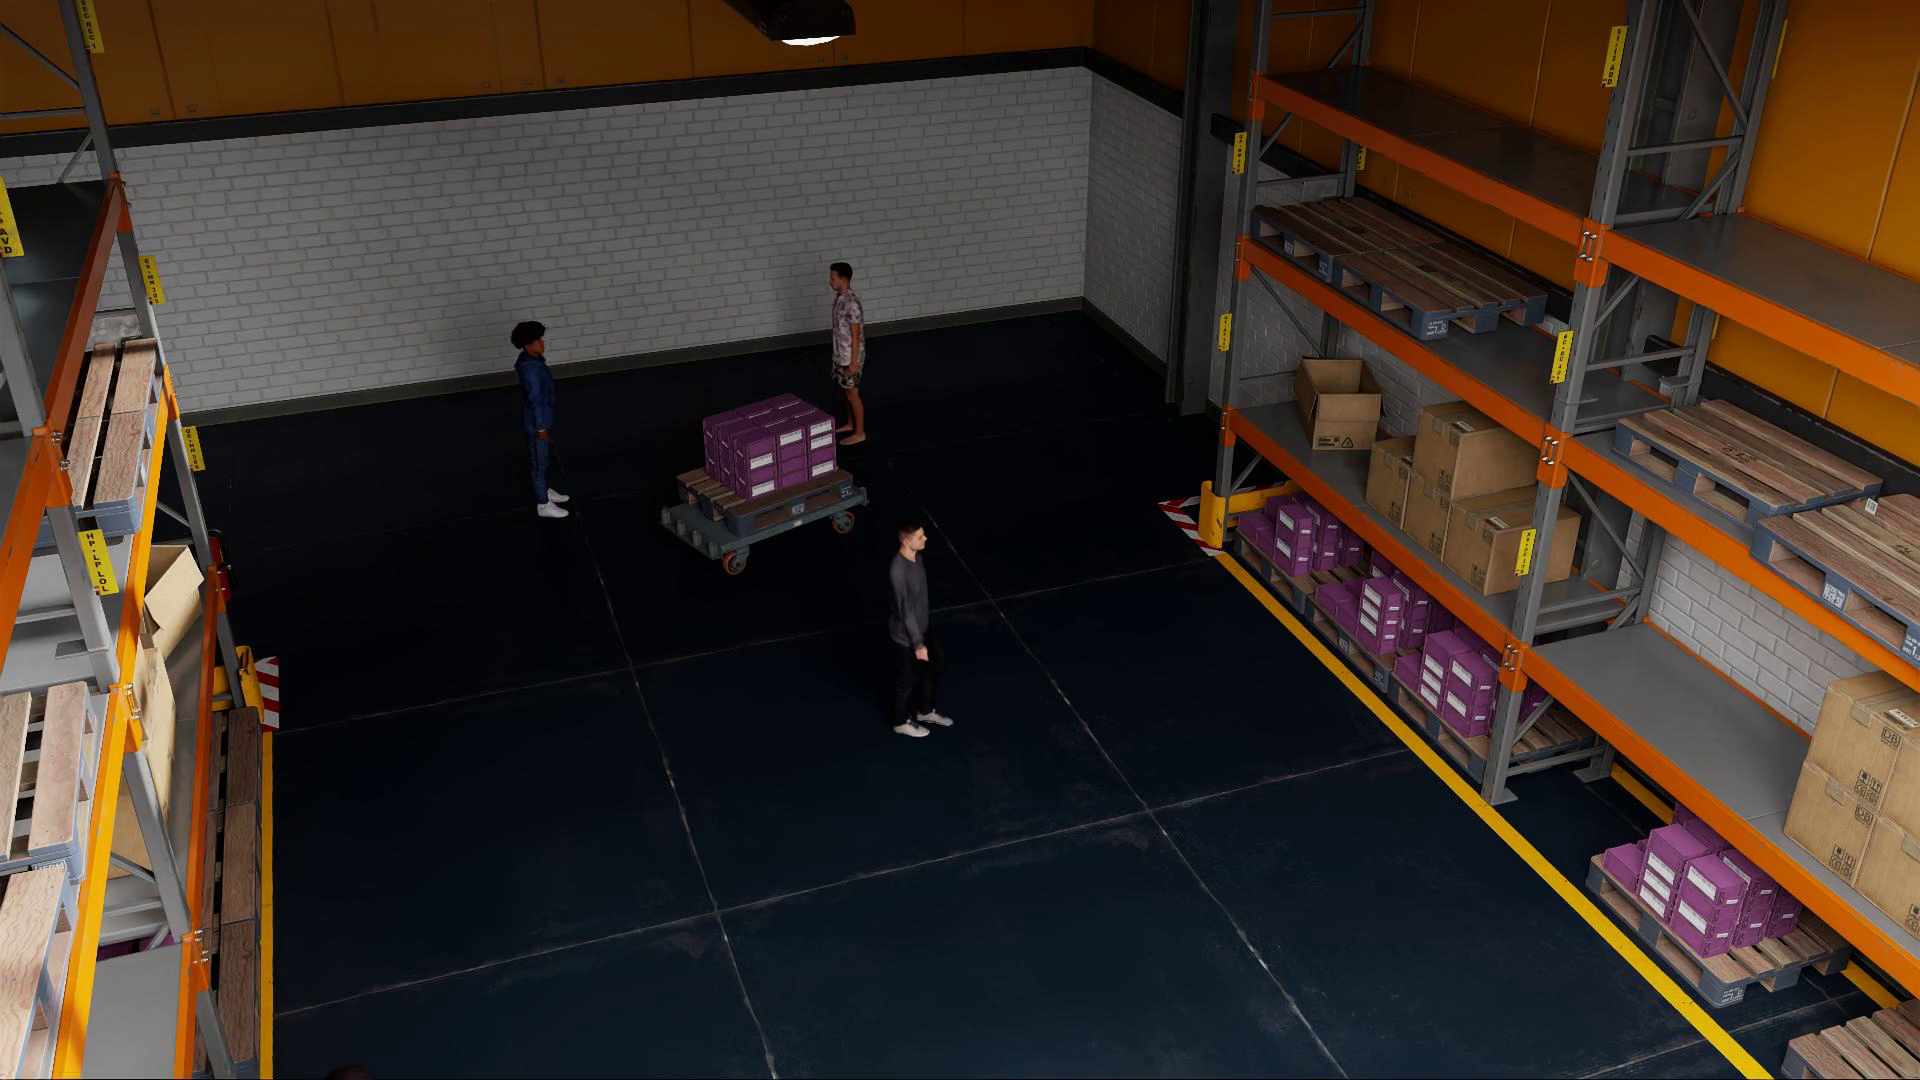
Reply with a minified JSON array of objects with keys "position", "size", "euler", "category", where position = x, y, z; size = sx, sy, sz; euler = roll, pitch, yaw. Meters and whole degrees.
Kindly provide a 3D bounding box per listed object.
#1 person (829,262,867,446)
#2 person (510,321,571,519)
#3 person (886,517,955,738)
[{"position":[-1.077,-1.837,16.229],"size":[0.728,1.811,0.497],"euler":[-11,30,-19],"category":"person"},{"position":[-3.774,-1.098,14.874],"size":[0.777,1.811,0.578],"euler":[-4,29,-7],"category":"person"},{"position":[-0.422,0.635,11.759],"size":[0.837,1.752,0.766],"euler":[7,29,13],"category":"person"}]
